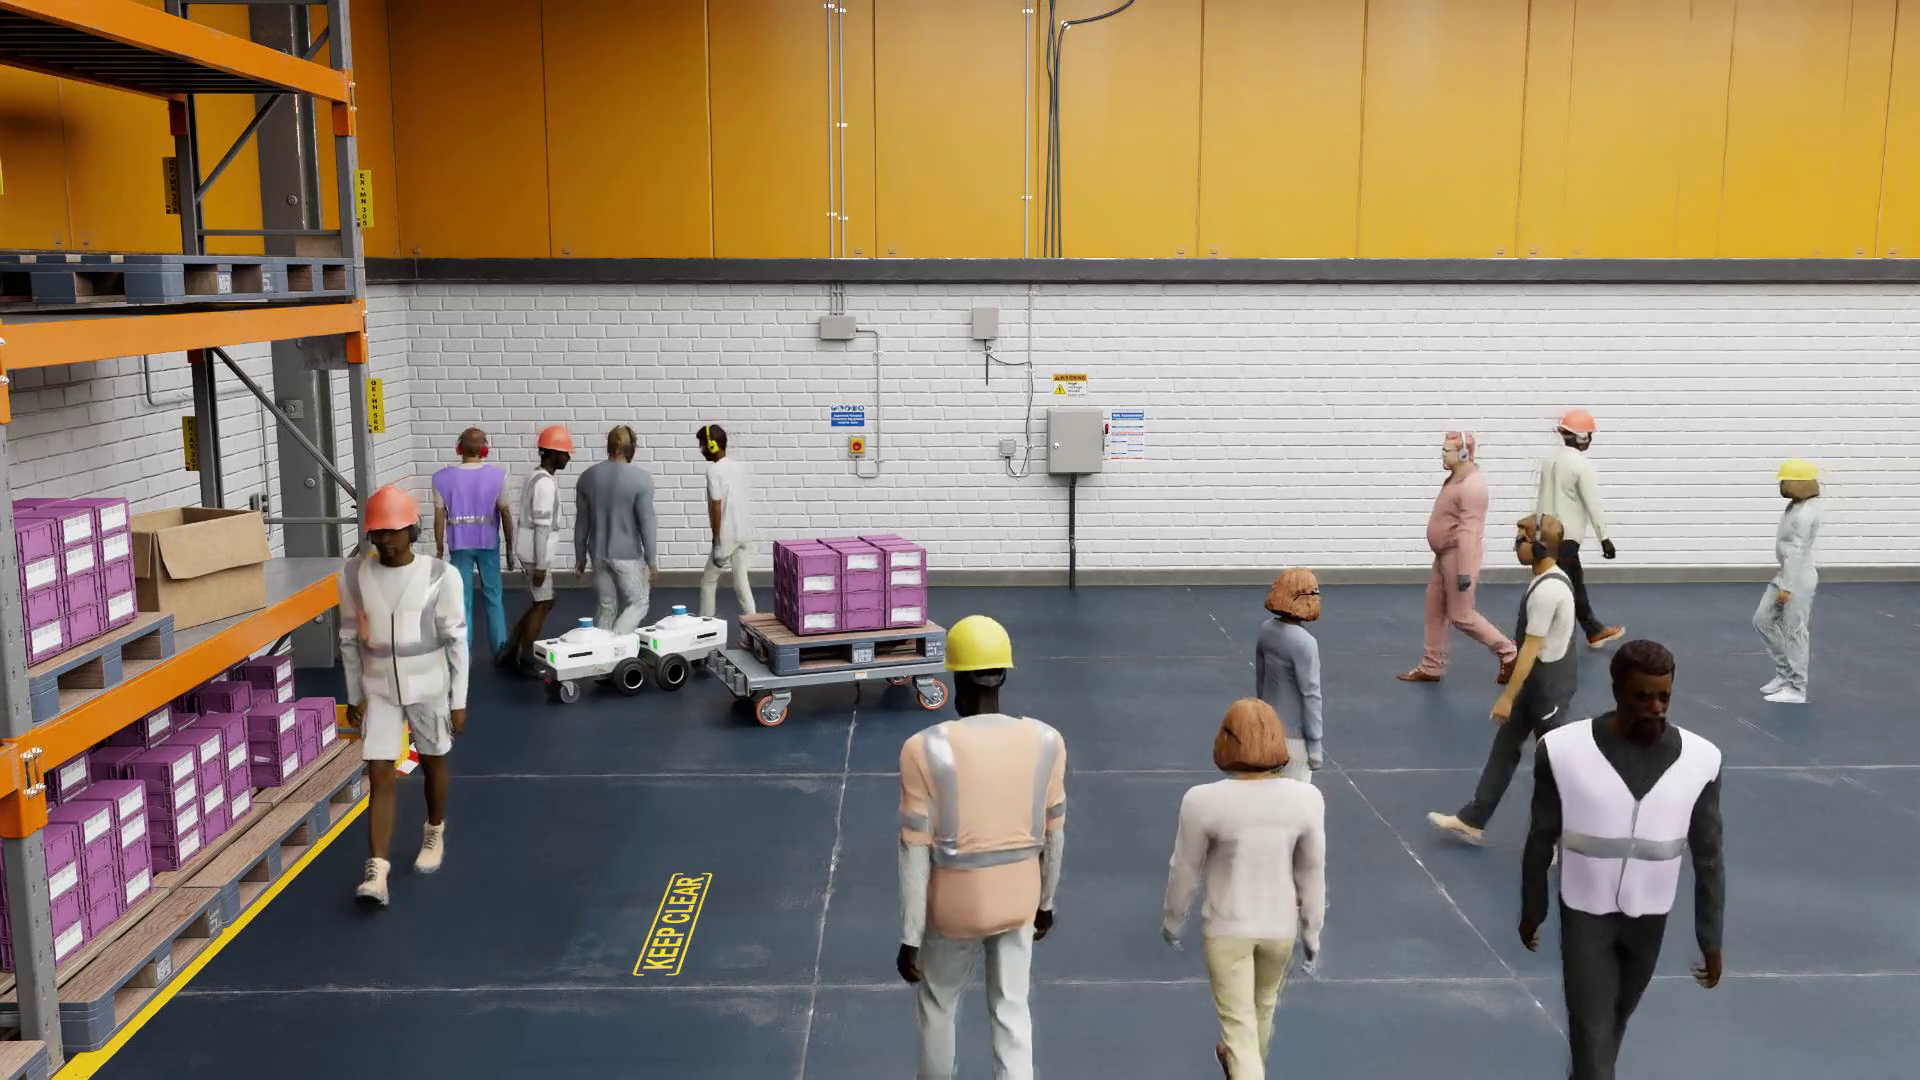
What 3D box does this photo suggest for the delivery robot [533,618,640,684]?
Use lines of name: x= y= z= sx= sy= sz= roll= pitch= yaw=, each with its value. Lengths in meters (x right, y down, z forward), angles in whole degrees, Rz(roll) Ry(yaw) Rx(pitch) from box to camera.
delivery robot: x=-2.649 y=0.796 z=11.803 sx=0.707 sy=0.478 sz=0.477 roll=-7 pitch=11 yaw=-36

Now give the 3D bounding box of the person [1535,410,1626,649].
person: x=4.806 y=-0.043 z=12.994 sx=1.036 sy=1.934 sz=0.636 roll=-1 pitch=9 yaw=-7

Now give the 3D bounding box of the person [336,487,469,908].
person: x=-2.691 y=0.743 z=8.014 sx=0.637 sy=1.987 sz=1.027 roll=-1 pitch=9 yaw=-4

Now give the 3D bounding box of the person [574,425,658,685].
person: x=-2.504 y=0.134 z=11.993 sx=0.689 sy=1.923 sz=0.517 roll=4 pitch=10 yaw=22

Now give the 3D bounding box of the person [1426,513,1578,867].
person: x=2.828 y=0.762 z=8.481 sx=0.899 sy=1.809 sz=0.513 roll=3 pitch=10 yaw=18

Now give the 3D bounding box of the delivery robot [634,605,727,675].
delivery robot: x=-2.060 y=0.725 z=12.236 sx=0.477 sy=0.478 sz=0.707 roll=9 pitch=13 yaw=43

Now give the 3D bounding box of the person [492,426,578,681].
person: x=-3.150 y=0.101 z=12.280 sx=0.699 sy=1.892 sz=0.585 roll=-3 pitch=10 yaw=-20

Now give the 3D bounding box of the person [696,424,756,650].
person: x=-1.900 y=0.012 z=13.002 sx=0.841 sy=1.820 sz=0.537 roll=5 pitch=10 yaw=26

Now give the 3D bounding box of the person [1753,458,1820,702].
person: x=5.784 y=0.291 z=11.601 sx=0.401 sy=1.728 sz=0.490 roll=2 pitch=10 yaw=13

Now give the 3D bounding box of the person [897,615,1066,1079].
person: x=0.032 y=1.184 z=5.575 sx=0.624 sy=1.894 sz=0.820 roll=-3 pitch=10 yaw=-20

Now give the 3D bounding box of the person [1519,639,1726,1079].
person: x=2.181 y=1.230 z=5.459 sx=0.599 sy=1.855 sz=1.033 roll=0 pitch=9 yaw=3

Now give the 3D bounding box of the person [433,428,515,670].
person: x=-3.672 y=0.081 z=12.574 sx=0.592 sy=1.836 sz=0.392 roll=-2 pitch=9 yaw=-12

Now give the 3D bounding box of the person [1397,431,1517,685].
person: x=3.668 y=0.143 z=12.058 sx=0.812 sy=1.883 sz=0.652 roll=1 pitch=9 yaw=6

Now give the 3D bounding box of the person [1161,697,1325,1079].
person: x=0.956 y=1.319 z=5.720 sx=0.512 sy=1.589 sz=0.859 roll=-2 pitch=9 yaw=-12

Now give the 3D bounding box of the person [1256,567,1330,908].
person: x=1.580 y=0.933 z=7.947 sx=0.279 sy=1.634 sz=0.499 roll=-3 pitch=10 yaw=-18
